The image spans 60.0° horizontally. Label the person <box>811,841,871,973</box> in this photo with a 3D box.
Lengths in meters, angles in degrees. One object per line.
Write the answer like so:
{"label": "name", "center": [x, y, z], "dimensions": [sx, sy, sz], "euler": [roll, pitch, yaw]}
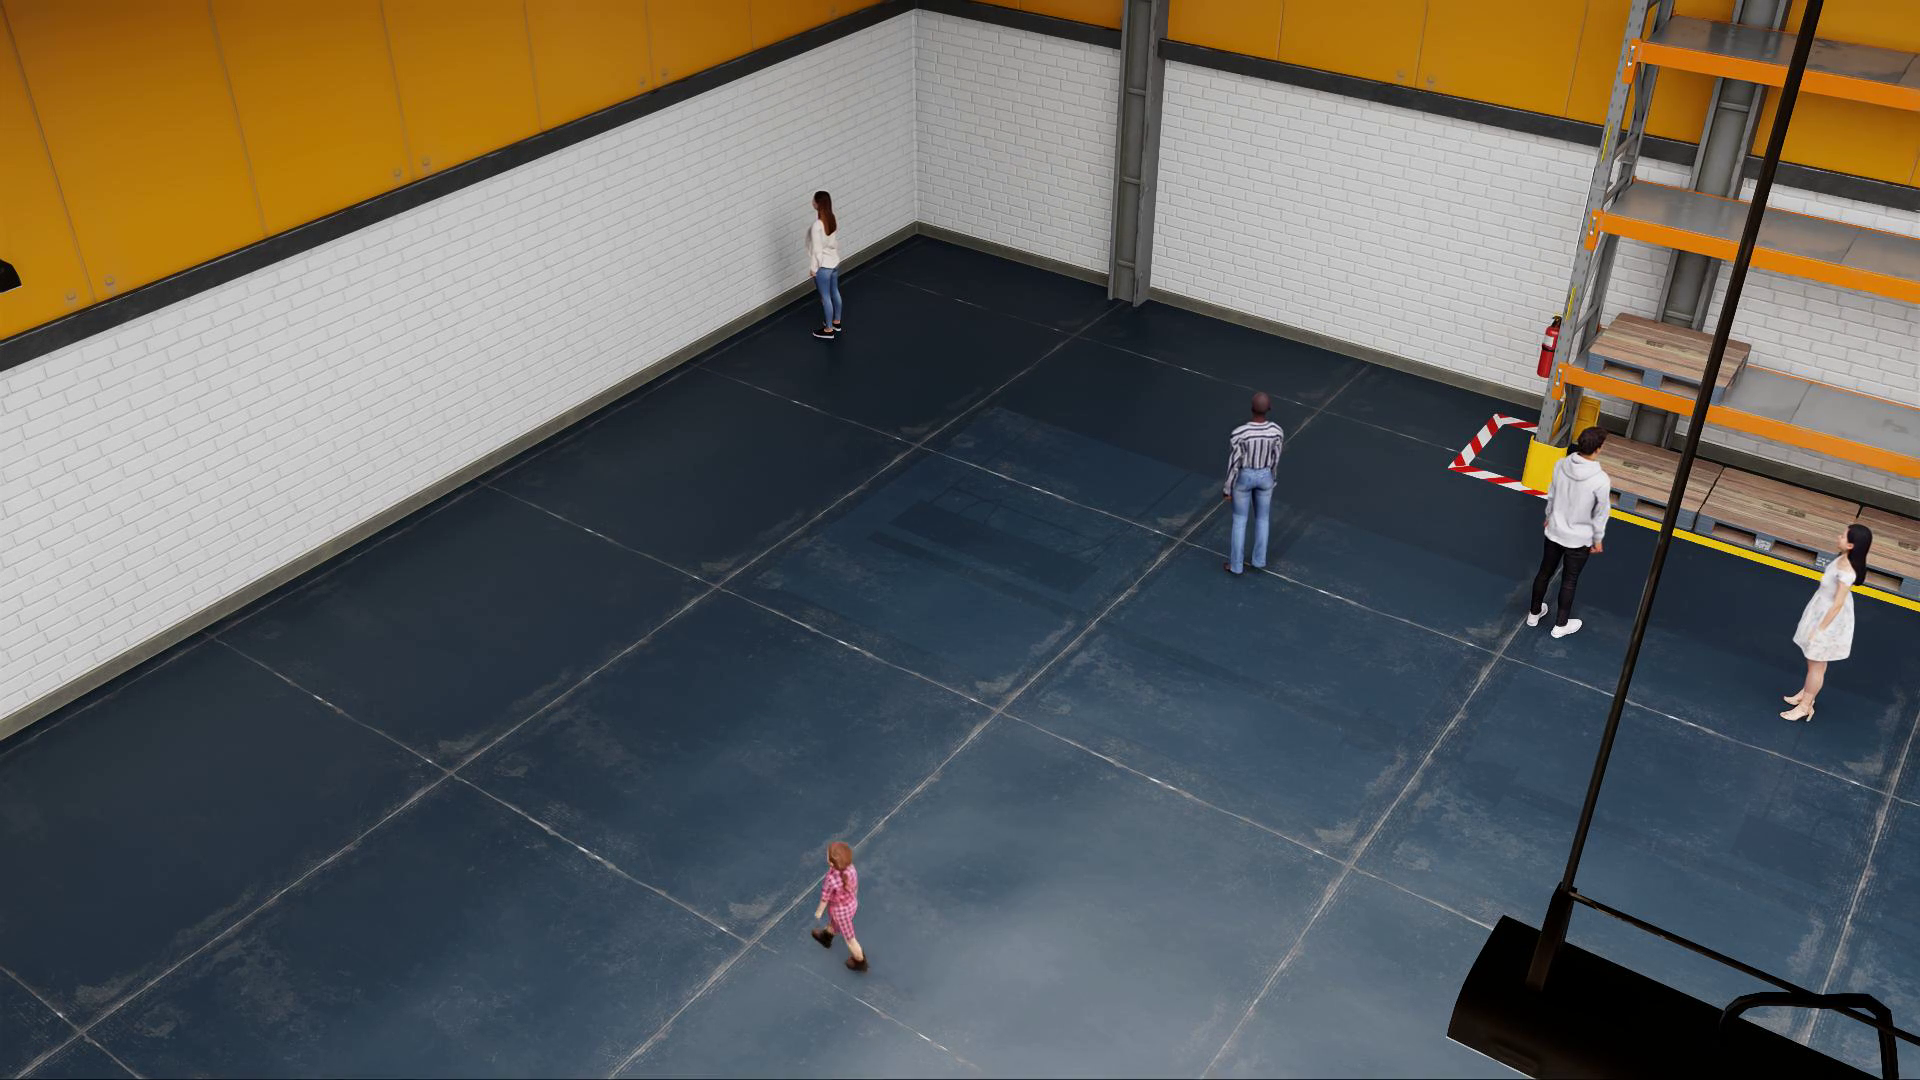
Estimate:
{"label": "person", "center": [-0.743, 2.393, 10.770], "dimensions": [0.721, 1.005, 0.426], "euler": [22, 40, 30]}

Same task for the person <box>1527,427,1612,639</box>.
{"label": "person", "center": [5.007, -0.077, 13.650], "dimensions": [0.793, 1.930, 0.610], "euler": [-27, 42, -35]}

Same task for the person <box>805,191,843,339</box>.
{"label": "person", "center": [-1.480, -3.044, 18.331], "dimensions": [0.593, 1.691, 0.647], "euler": [16, 37, 22]}

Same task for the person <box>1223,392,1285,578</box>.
{"label": "person", "center": [2.528, -0.472, 14.366], "dimensions": [0.689, 1.796, 0.744], "euler": [-6, 34, -9]}

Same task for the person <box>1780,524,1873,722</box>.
{"label": "person", "center": [6.632, 0.633, 12.724], "dimensions": [0.622, 1.774, 0.639], "euler": [20, 39, 28]}
